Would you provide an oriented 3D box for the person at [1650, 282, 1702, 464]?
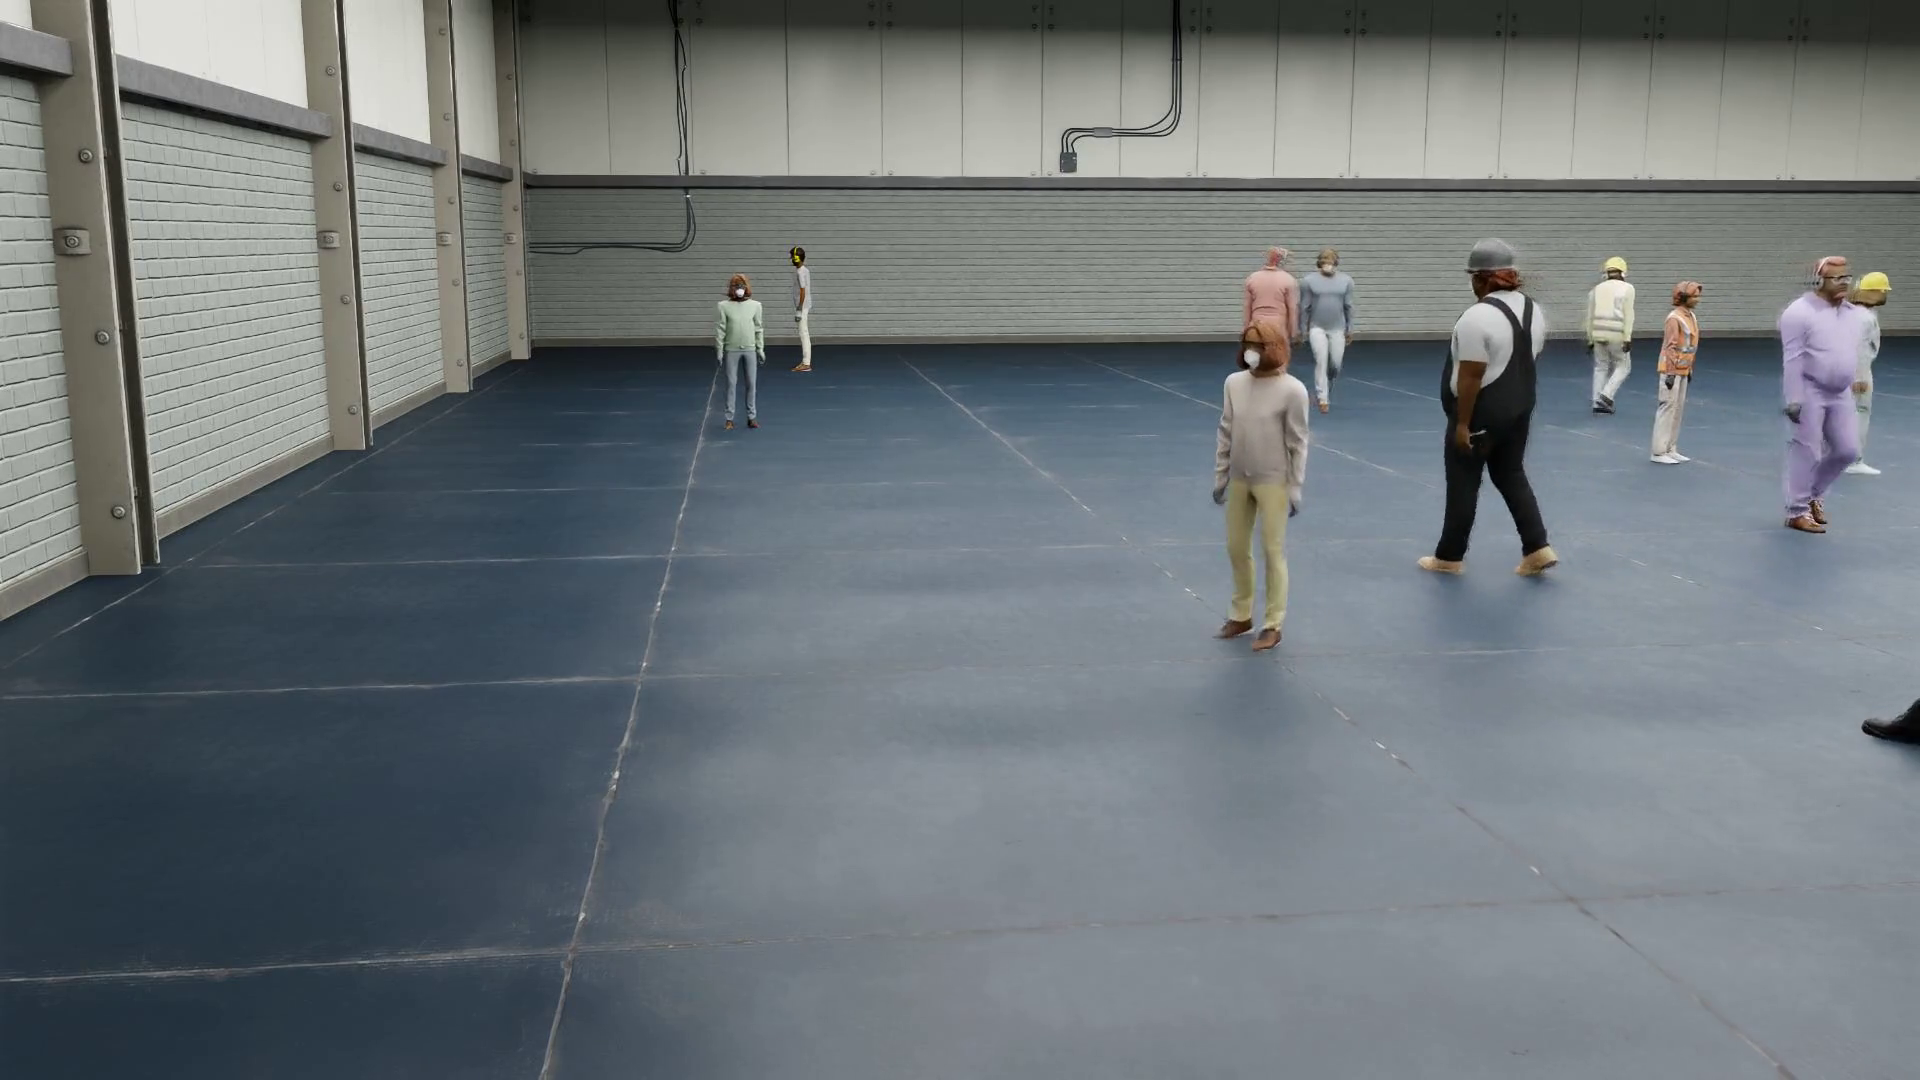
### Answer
[{"bbox_3d":[6.412,-1.491,14.879,0.322,1.627,0.510,8,13,39],"label":"person"}]

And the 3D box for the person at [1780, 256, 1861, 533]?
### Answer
[{"bbox_3d":[5.896,-0.985,11.387,0.646,1.892,0.437,-3,11,-14],"label":"person"}]

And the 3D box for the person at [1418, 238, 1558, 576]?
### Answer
[{"bbox_3d":[3.157,-0.788,9.895,0.688,2.000,0.649,-7,12,-32],"label":"person"}]

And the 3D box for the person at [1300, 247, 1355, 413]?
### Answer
[{"bbox_3d":[4.257,-2.449,19.391,0.645,1.905,0.730,1,10,3],"label":"person"}]

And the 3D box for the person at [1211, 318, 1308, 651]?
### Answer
[{"bbox_3d":[1.476,-0.278,8.218,0.270,1.634,0.503,-9,14,-42],"label":"person"}]

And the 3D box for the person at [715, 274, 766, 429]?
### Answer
[{"bbox_3d":[-2.321,-1.979,17.562,0.532,1.627,0.269,-4,11,-19],"label":"person"}]

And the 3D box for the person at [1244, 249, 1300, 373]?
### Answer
[{"bbox_3d":[3.659,-2.464,19.549,0.725,1.881,0.421,7,13,34],"label":"person"}]

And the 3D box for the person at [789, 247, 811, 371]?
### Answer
[{"bbox_3d":[-2.419,-3.492,25.206,0.327,1.865,0.519,0,10,1],"label":"person"}]

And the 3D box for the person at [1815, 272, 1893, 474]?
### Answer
[{"bbox_3d":[7.643,-1.429,14.255,0.519,1.727,0.490,4,11,23],"label":"person"}]

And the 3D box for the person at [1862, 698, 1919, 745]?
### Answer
[{"bbox_3d":[3.993,-0.054,6.259,0.553,1.907,0.932,-8,13,-36],"label":"person"}]

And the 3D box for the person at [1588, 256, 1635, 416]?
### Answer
[{"bbox_3d":[7.387,-2.298,18.825,0.468,1.799,0.612,-7,12,-33],"label":"person"}]
